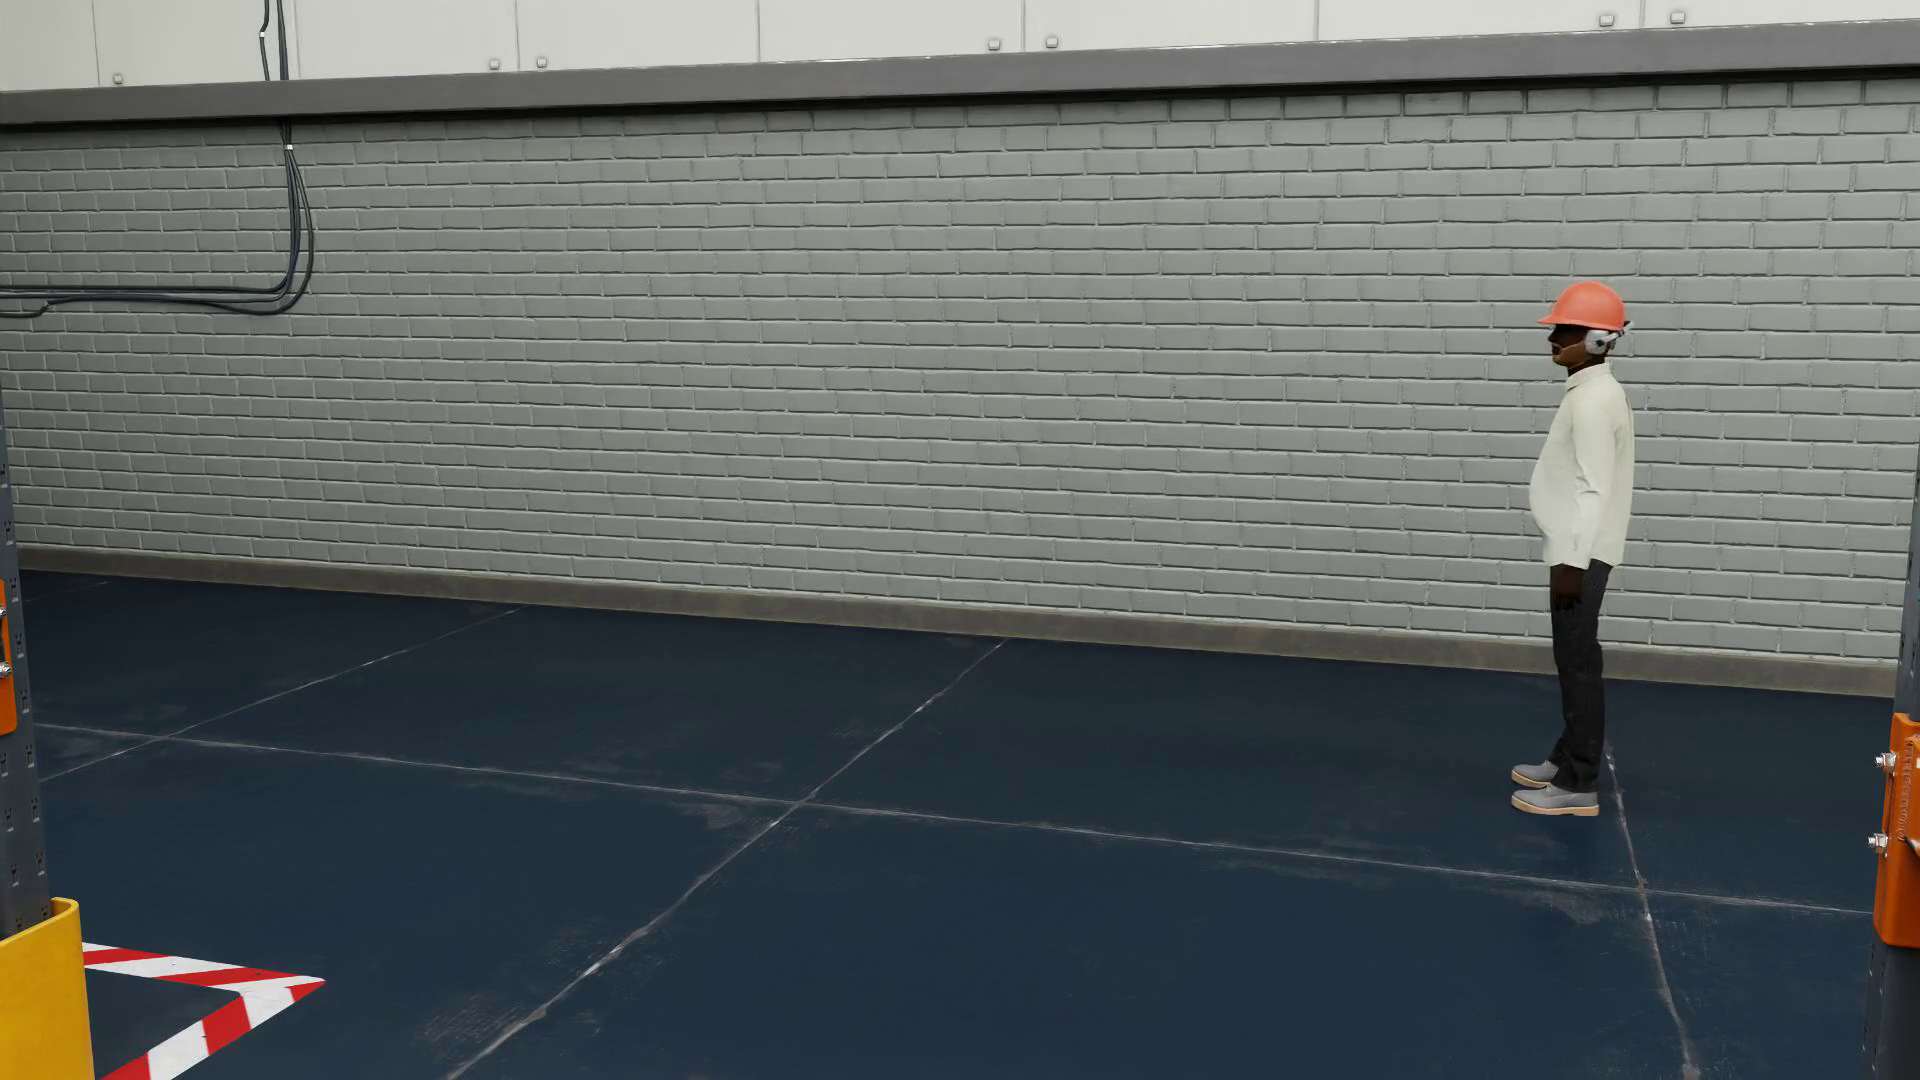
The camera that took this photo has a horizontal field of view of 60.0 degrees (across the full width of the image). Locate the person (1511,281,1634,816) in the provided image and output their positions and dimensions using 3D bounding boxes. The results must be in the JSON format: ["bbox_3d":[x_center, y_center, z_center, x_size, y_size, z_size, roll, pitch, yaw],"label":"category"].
[{"bbox_3d":[2.317,0.034,6.261,0.370,1.996,0.622,3,10,20],"label":"person"}]
